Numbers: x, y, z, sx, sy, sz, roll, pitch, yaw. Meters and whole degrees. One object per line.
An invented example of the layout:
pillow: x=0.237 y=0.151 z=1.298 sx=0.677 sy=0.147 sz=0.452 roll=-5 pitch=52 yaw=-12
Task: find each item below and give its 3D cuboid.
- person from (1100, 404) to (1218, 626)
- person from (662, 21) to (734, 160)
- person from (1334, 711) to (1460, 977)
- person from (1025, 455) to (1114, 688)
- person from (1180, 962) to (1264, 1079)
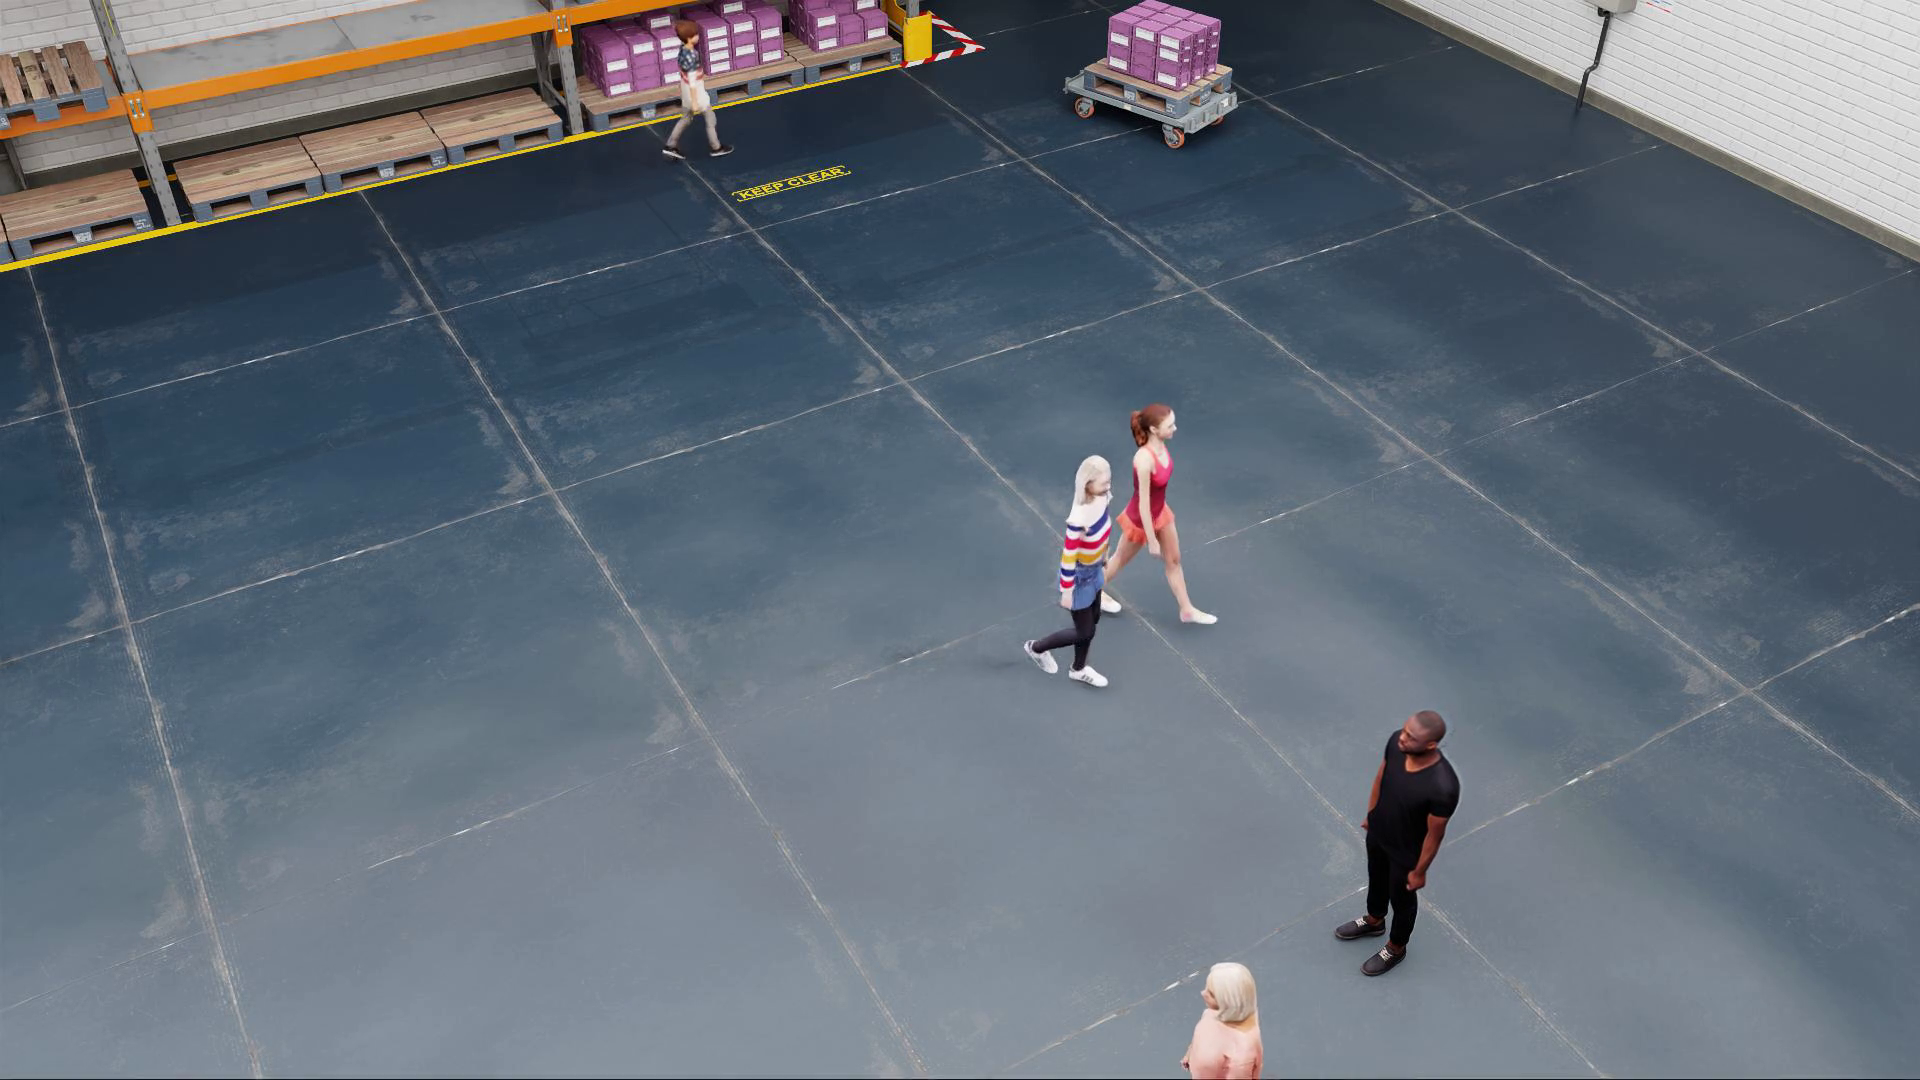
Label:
person: x=1.131 y=-0.143 z=10.824 sx=1.087 sy=1.701 sz=1.130 roll=15 pitch=41 yaw=18
person: x=-2.689 y=-4.400 z=16.387 sx=0.940 sy=1.411 sz=0.559 roll=-17 pitch=42 yaw=-21
person: x=2.291 y=1.551 z=8.609 sx=0.588 sy=1.819 sz=0.695 roll=-14 pitch=41 yaw=-17
person: x=0.681 y=0.186 z=10.336 sx=0.948 sy=1.796 sz=0.899 roll=16 pitch=41 yaw=19
person: x=1.270 y=2.483 z=7.529 sx=0.912 sy=1.710 sz=0.817 roll=0 pitch=39 yaw=0
